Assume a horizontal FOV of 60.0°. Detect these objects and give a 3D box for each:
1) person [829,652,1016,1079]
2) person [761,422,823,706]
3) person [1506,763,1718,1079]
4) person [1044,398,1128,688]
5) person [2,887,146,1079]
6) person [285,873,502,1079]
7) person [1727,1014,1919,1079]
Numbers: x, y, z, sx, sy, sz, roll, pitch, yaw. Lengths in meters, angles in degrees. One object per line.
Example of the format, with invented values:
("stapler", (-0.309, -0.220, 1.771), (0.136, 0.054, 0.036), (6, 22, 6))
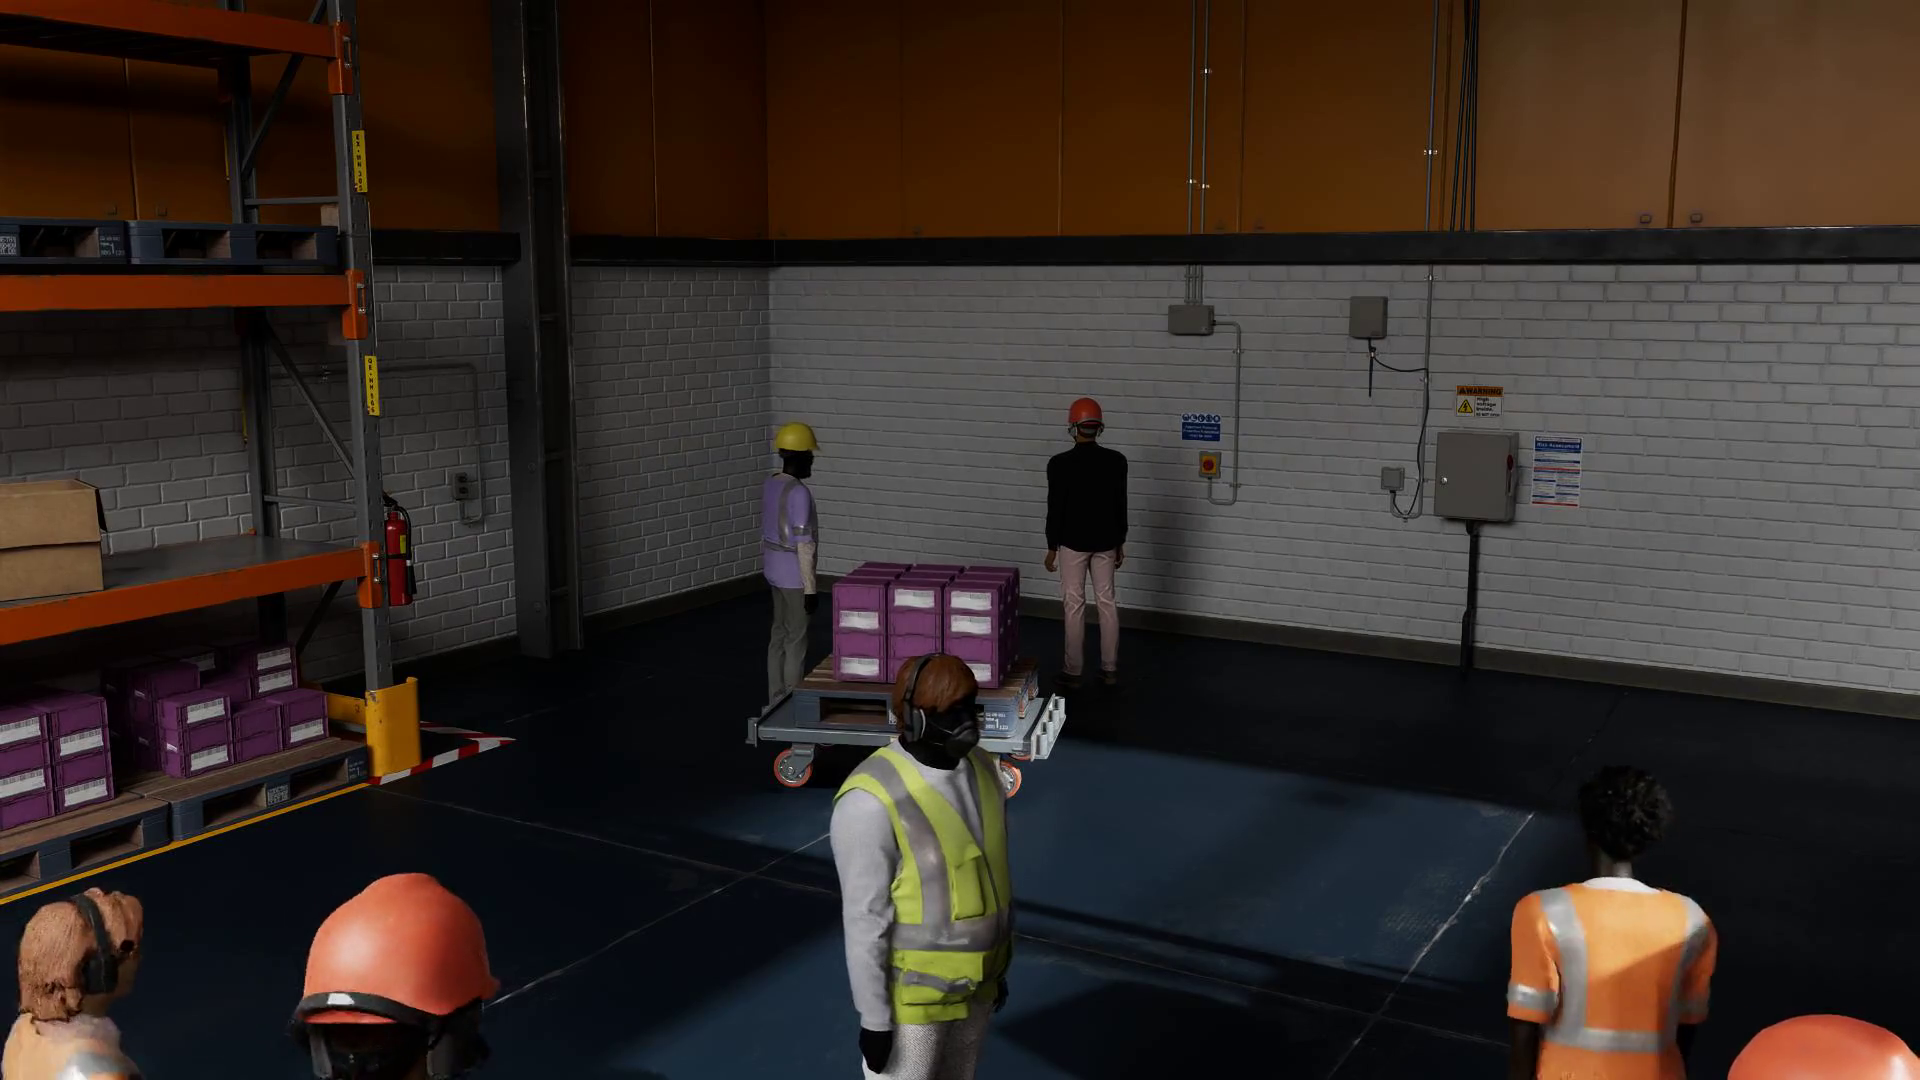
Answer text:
("person", (-0.066, 1.208, 4.503), (0.430, 1.845, 0.619), (6, 11, 34))
("person", (-1.023, 0.227, 10.359), (0.377, 1.923, 0.595), (-5, 10, -29))
("person", (1.549, 1.379, 3.989), (0.559, 1.653, 0.515), (-1, 9, -5))
("person", (0.858, 0.021, 11.428), (0.612, 1.995, 0.393), (-3, 10, -21))
("person", (-1.835, 1.511, 3.317), (0.709, 1.617, 0.523), (-9, 13, -44))
("person", (-0.803, 1.480, 2.354), (0.631, 2.006, 0.737), (3, 10, 18))
("person", (1.058, 1.534, 2.160), (0.364, 1.939, 0.542), (9, 13, 44))
